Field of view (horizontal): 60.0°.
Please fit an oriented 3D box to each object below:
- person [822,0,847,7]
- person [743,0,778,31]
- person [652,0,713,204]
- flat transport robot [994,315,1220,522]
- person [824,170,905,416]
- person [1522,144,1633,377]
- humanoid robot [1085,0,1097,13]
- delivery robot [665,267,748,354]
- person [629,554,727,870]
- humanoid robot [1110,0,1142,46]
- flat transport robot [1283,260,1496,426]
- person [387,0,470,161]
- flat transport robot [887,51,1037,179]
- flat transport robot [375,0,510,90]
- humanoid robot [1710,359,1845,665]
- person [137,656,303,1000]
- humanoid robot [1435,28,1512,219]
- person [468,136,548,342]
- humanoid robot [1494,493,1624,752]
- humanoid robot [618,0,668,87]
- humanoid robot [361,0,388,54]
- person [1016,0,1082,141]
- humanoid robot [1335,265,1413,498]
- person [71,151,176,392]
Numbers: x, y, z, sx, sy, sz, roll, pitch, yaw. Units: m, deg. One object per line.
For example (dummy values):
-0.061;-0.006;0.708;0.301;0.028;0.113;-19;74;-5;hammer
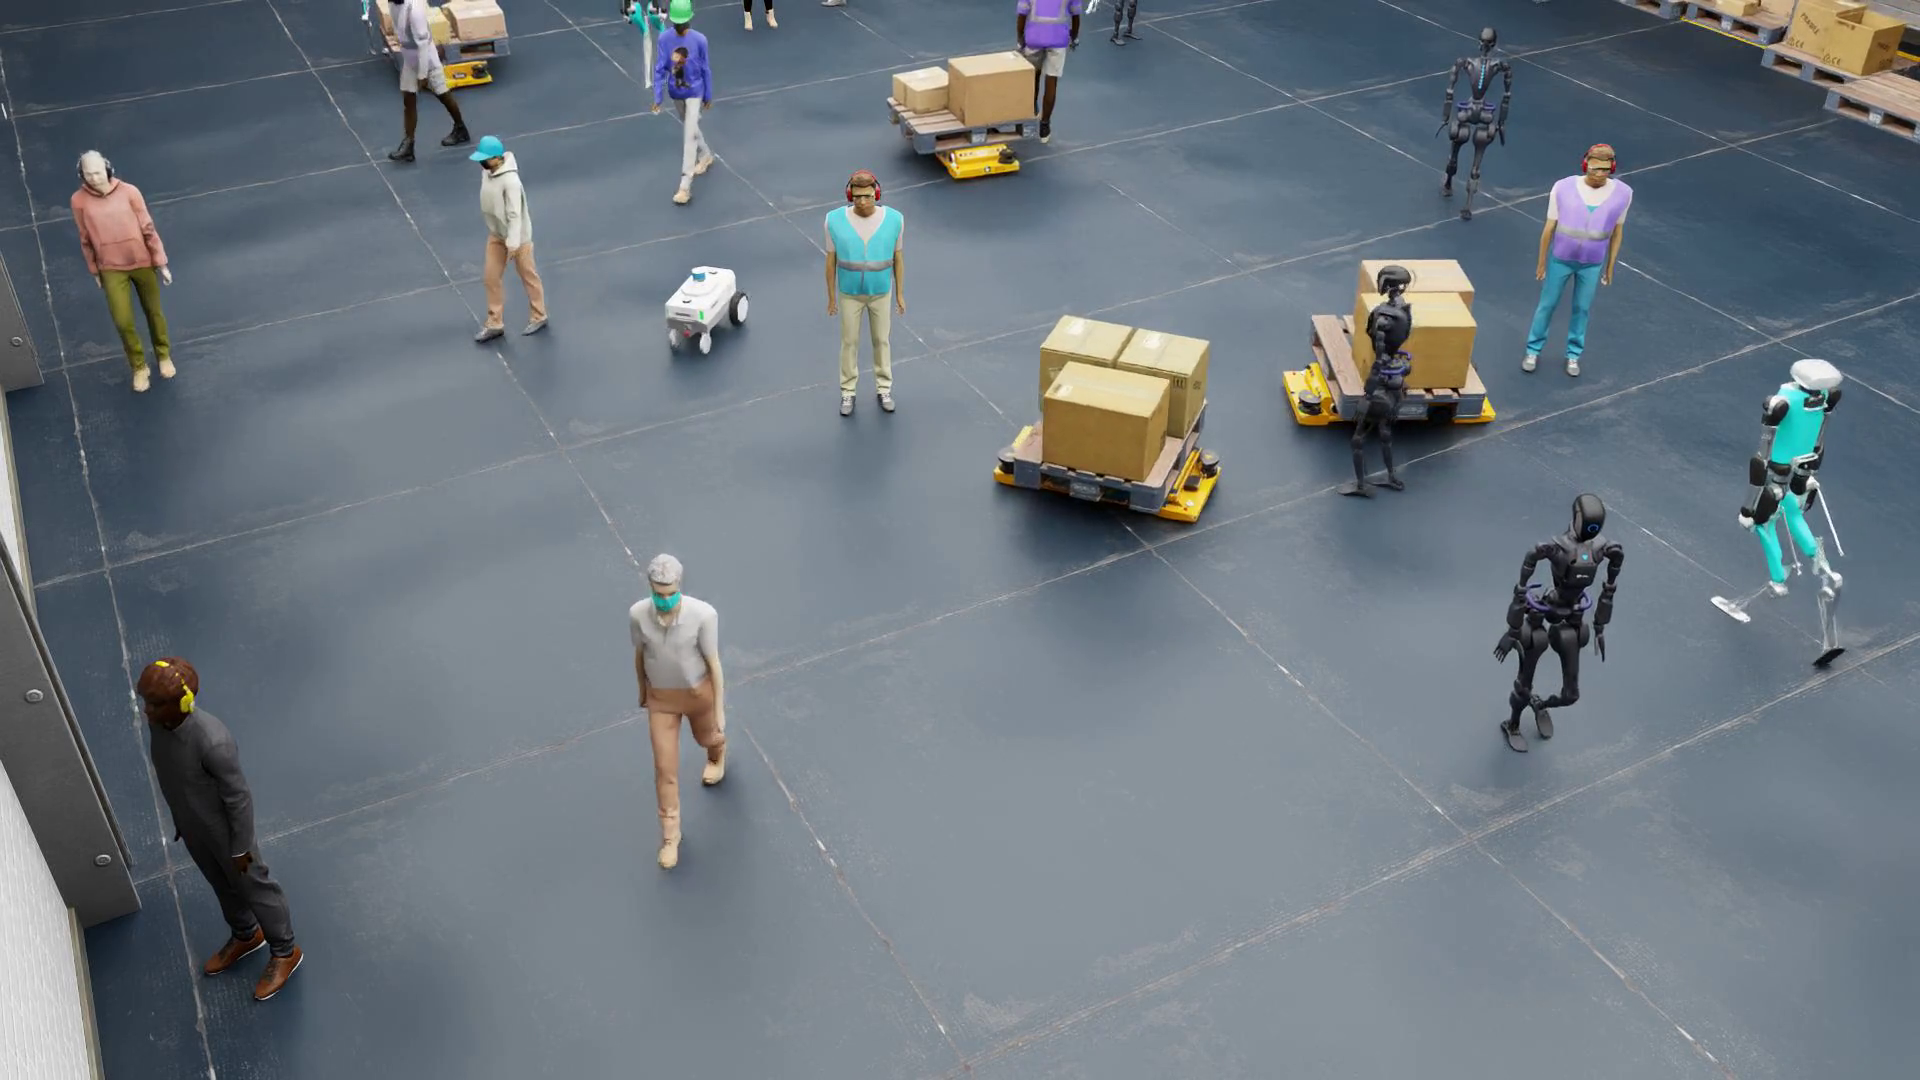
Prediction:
-1.474;-7.327;19.724;0.430;1.938;0.552;7;36;10;person
-2.326;-6.715;19.055;0.539;1.698;0.317;-11;36;-15;person
-2.503;-4.096;15.229;0.493;1.816;1.029;8;36;11;person
1.013;-0.496;11.424;1.431;0.231;0.659;13;37;17;flat transport robot
-0.672;-1.770;11.868;0.564;1.847;0.388;-4;35;-6;person
4.562;-2.077;12.320;0.562;1.836;0.403;7;36;10;person
1.781;-7.176;19.727;0.530;1.763;1.040;23;41;29;humanoid robot
-2.027;-1.864;13.144;0.499;0.613;0.796;9;36;13;delivery robot
-1.407;0.743;8.406;0.486;1.710;0.851;1;35;1;person
1.940;-6.434;18.662;0.599;1.657;0.315;-27;43;-33;humanoid robot
3.161;-1.097;12.283;1.431;0.231;0.659;-1;35;-1;flat transport robot
-5.178;-4.543;15.815;0.549;1.850;1.033;23;41;29;person
0.019;-3.920;16.313;0.659;0.231;1.431;-12;37;-16;flat transport robot
-5.618;-5.274;18.246;0.659;0.231;1.431;-15;38;-20;flat transport robot
4.938;-0.087;9.576;0.554;1.773;0.955;-15;38;-21;humanoid robot
-3.355;1.288;7.476;0.495;1.877;0.356;18;39;23;person
4.598;-3.763;14.899;0.612;1.618;0.778;6;36;9;humanoid robot
-3.537;-2.280;12.758;0.471;1.656;0.679;24;42;30;person
3.161;0.439;8.860;0.589;1.642;0.363;-3;35;-4;humanoid robot
-3.299;-5.616;17.481;0.548;1.820;0.694;4;35;6;humanoid robot
-6.463;-6.200;18.334;0.539;1.812;0.780;-2;35;-3;humanoid robot
0.877;-4.968;16.355;0.626;1.935;0.797;4;35;6;person
2.827;-1.018;10.967;0.425;1.662;0.596;15;38;21;humanoid robot
-6.071;-1.965;12.171;0.543;1.820;0.620;-15;38;-21;person
